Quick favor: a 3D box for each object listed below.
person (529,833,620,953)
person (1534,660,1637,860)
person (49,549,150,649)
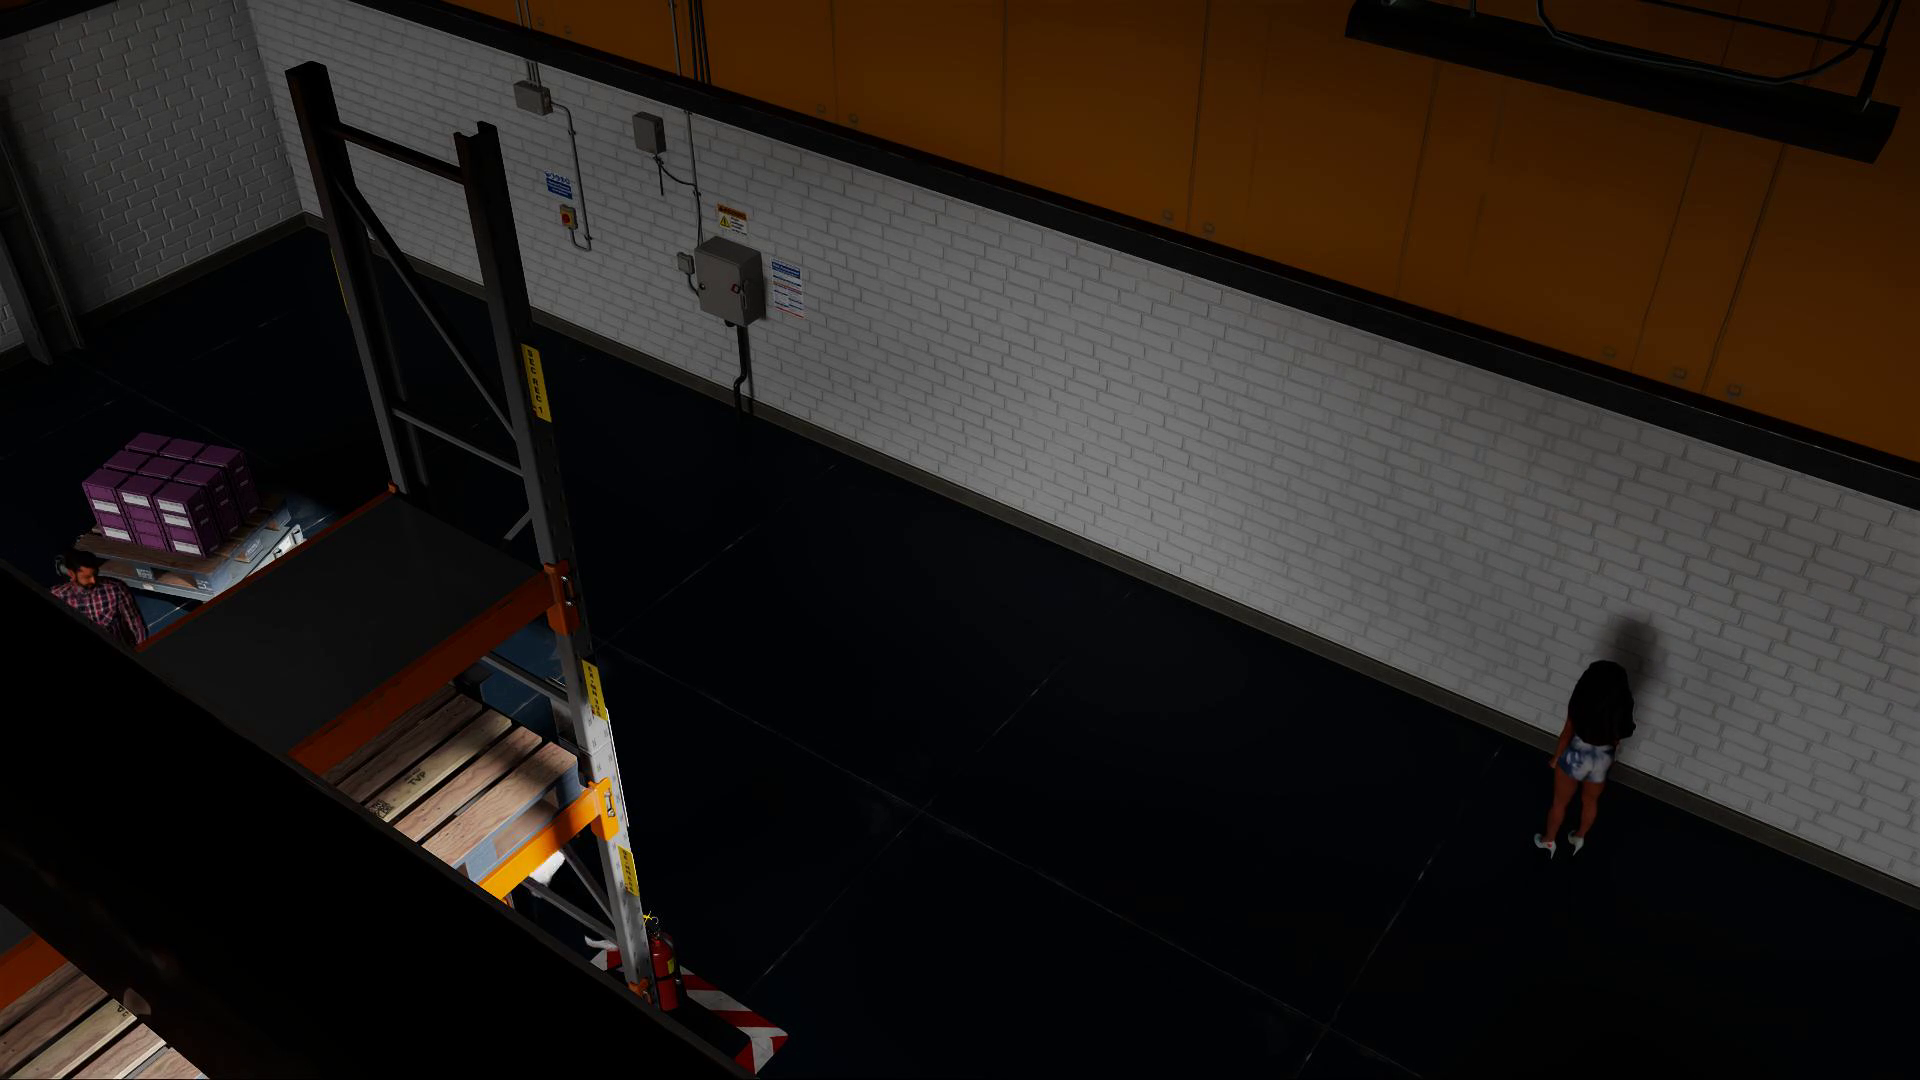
[{"bbox_3d":[-2.573,1.885,9.875,1.148,1.644,1.155,-3,39,-4],"label":"person"},{"bbox_3d":[3.940,1.402,10.494,0.663,1.626,0.709,-1,39,-1],"label":"person"},{"bbox_3d":[-5.792,0.723,11.264,0.767,1.726,0.882,-6,39,-7],"label":"person"}]
